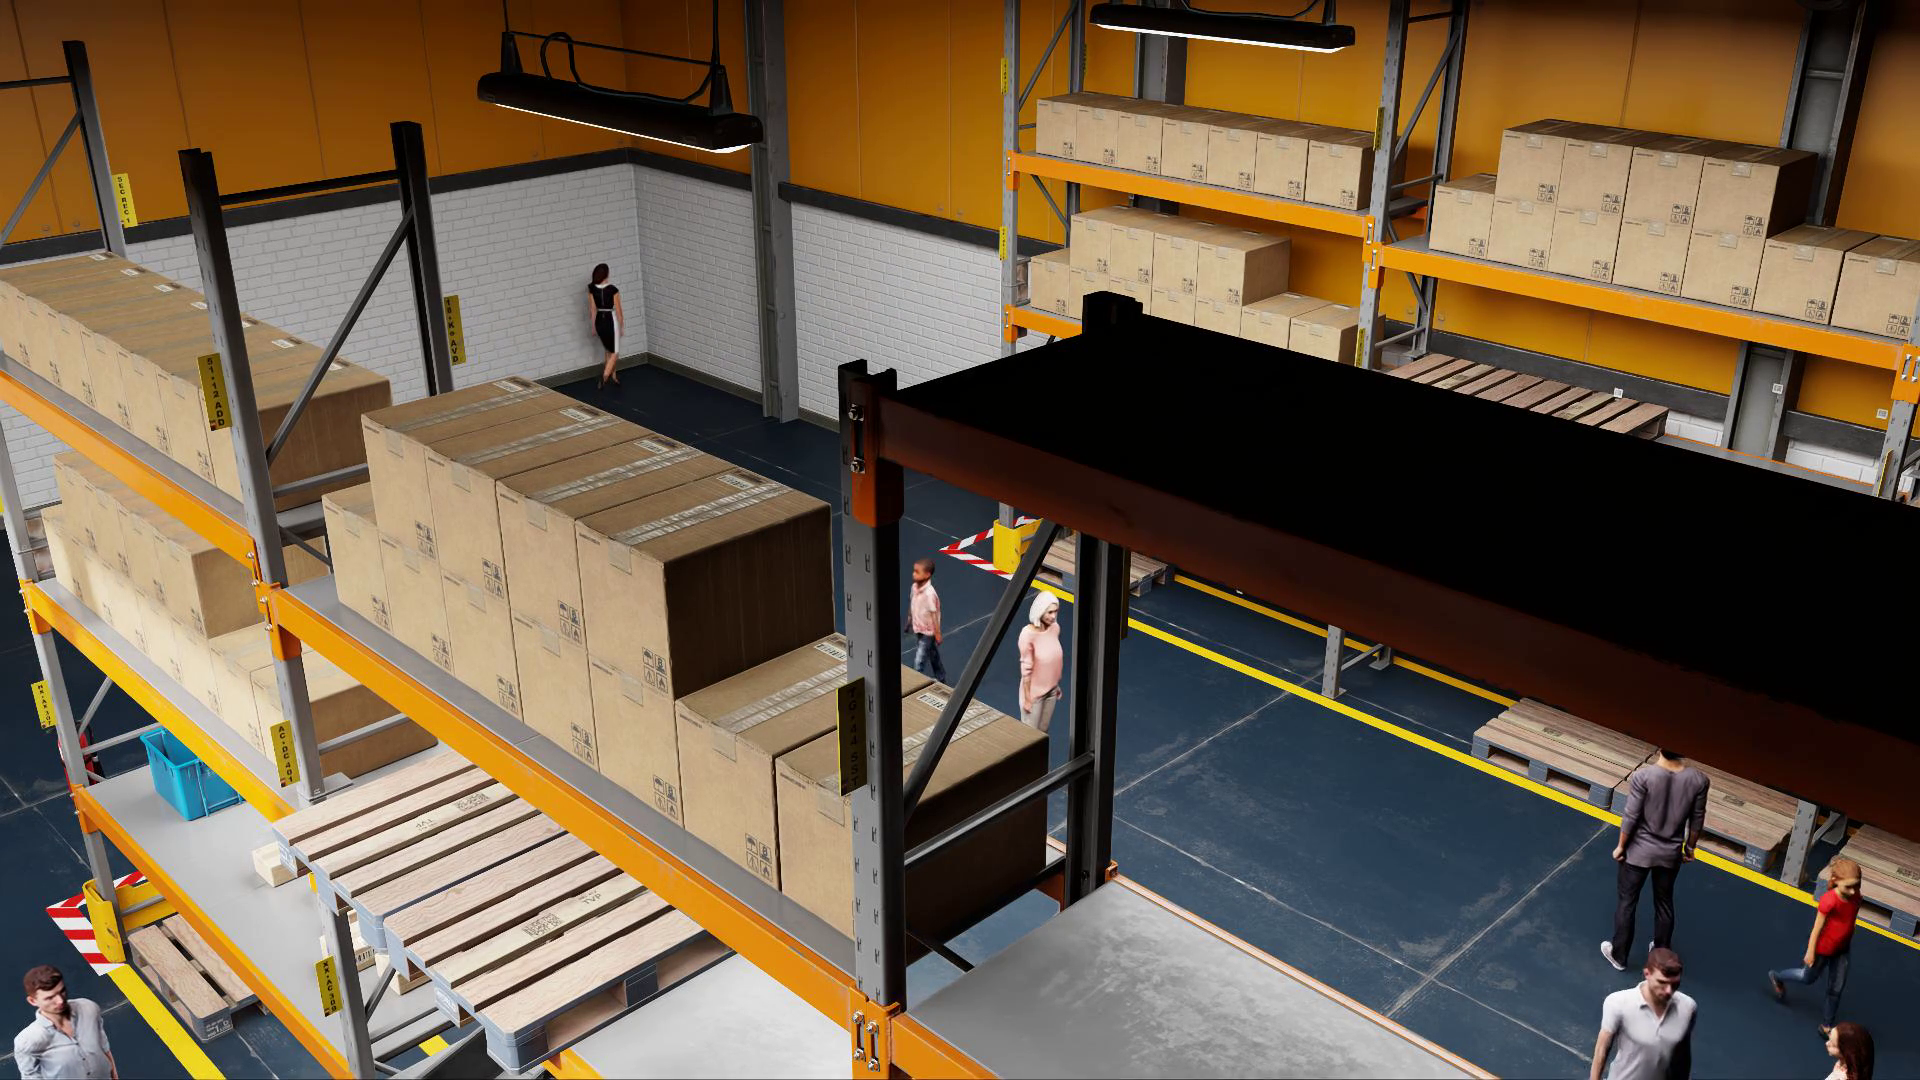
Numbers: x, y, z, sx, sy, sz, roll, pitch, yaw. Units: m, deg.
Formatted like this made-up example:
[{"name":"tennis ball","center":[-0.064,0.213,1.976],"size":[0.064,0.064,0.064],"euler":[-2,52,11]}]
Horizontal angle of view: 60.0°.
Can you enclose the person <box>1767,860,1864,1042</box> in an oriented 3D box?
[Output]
[{"name":"person","center":[5.481,2.555,10.600],"size":[0.755,1.286,0.920],"euler":[-7,24,-15]}]

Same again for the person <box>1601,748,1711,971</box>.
[{"name":"person","center":[4.627,2.040,11.074],"size":[0.715,1.851,0.792],"euler":[1,24,3]}]

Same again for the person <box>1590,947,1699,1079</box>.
[{"name":"person","center":[3.651,2.944,9.024],"size":[0.961,1.836,1.020],"euler":[0,24,0]}]

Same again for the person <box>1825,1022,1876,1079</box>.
[{"name":"person","center":[4.711,3.211,8.869],"size":[0.867,1.471,0.698],"euler":[13,27,27]}]

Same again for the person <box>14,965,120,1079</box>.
[{"name":"person","center":[-4.674,3.024,8.826],"size":[0.677,1.848,0.716],"euler":[11,26,23]}]

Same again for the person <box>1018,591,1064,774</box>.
[{"name":"person","center":[0.625,1.179,13.203],"size":[0.540,1.723,0.617],"euler":[18,30,36]}]

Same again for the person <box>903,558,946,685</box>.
[{"name":"person","center":[-0.237,0.757,14.712],"size":[0.724,1.287,0.804],"euler":[-13,27,-26]}]

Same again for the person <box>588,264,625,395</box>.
[{"name":"person","center":[-4.724,-2.767,22.163],"size":[1.072,1.776,1.023],"euler":[5,24,10]}]
